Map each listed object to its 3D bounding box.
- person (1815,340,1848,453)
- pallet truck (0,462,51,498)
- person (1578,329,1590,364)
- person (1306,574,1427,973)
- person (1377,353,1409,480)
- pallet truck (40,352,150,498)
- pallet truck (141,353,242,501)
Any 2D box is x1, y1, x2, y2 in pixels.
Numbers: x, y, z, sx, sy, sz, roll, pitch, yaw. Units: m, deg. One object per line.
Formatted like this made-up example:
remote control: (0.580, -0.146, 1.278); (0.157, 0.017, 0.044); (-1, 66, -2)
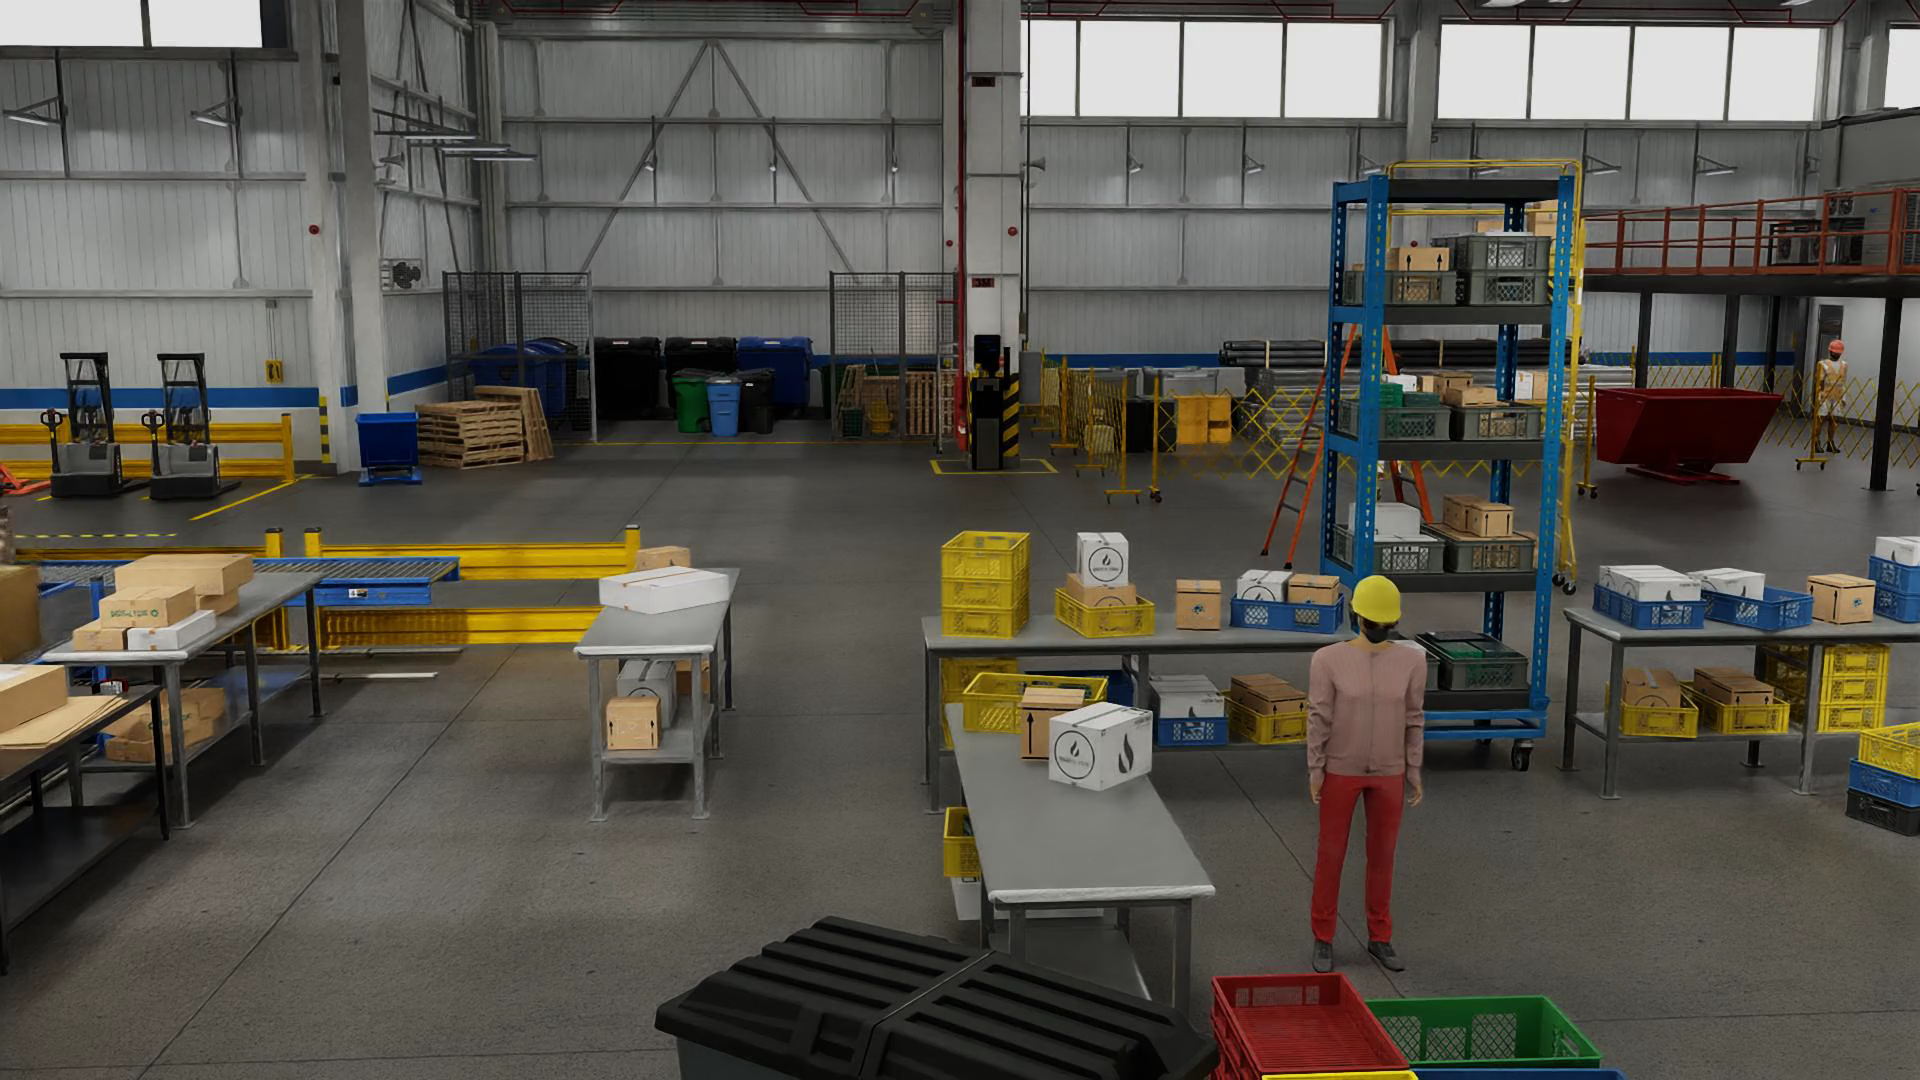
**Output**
person: (14.882, -2.445, 28.407); (0.543, 1.933, 0.363); (-1, 9, -4)
pallet truck: (-13.193, -1.293, 23.148); (0.653, 1.274, 1.630); (-1, 9, -4)
person: (12.963, -3.500, 35.045); (0.586, 1.928, 0.365); (-1, 9, -4)
person: (1.762, 1.013, 7.228); (0.522, 1.765, 0.317); (-1, 9, -4)
person: (6.400, -1.814, 24.608); (0.574, 1.882, 0.356); (-1, 9, -4)
pallet truck: (-11.907, -1.642, 23.165); (0.823, 1.965, 1.885); (0, 9, 0)
pallet truck: (-10.520, -1.604, 22.925); (0.823, 1.965, 1.885); (-1, 9, -6)
